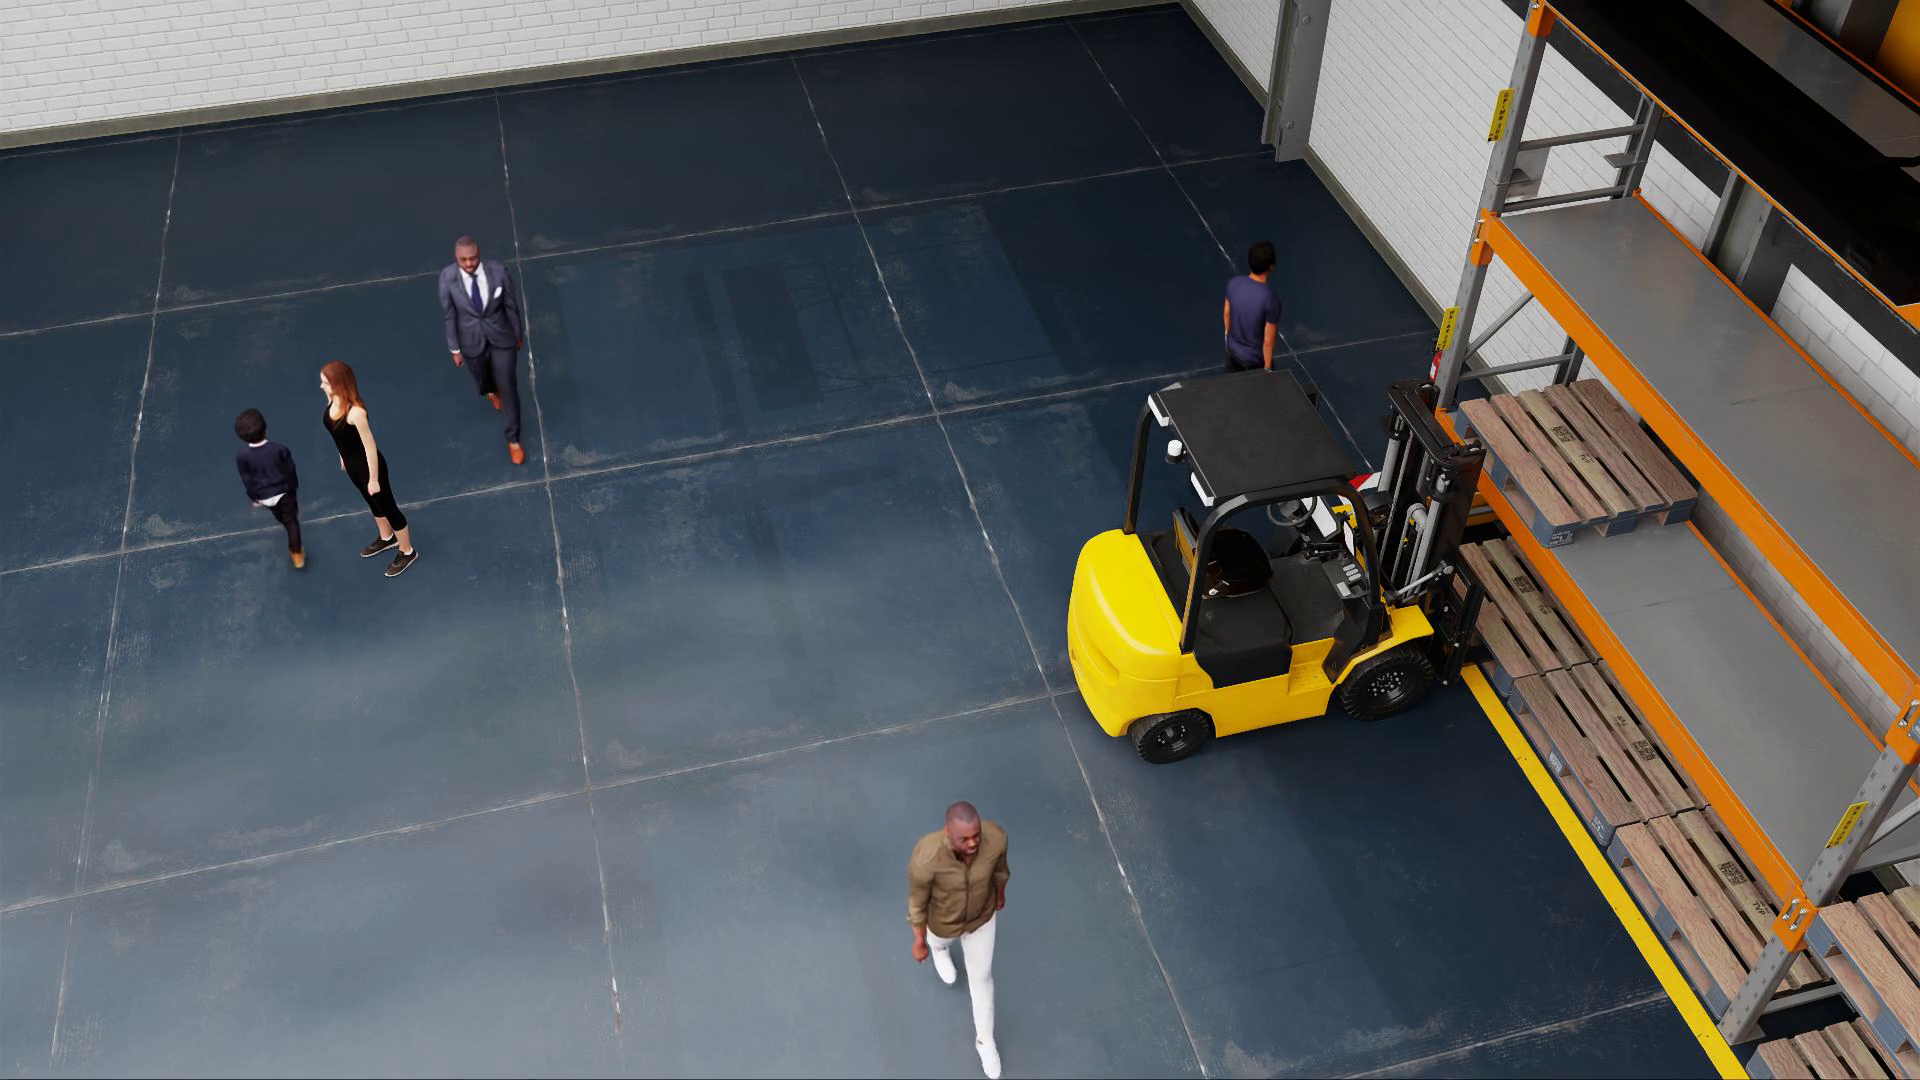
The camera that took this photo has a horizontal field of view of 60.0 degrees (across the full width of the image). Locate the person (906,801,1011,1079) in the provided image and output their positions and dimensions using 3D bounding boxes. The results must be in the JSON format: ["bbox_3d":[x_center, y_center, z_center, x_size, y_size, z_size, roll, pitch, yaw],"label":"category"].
[{"bbox_3d":[-0.036,1.890,8.669,0.775,1.778,1.168,-12,45,-13],"label":"person"}]

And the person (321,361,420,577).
[{"bbox_3d":[-4.011,-0.511,11.226,0.601,1.726,0.701,33,53,30],"label":"person"}]

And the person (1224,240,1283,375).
[{"bbox_3d":[2.031,-1.333,12.049,0.728,1.782,0.838,33,53,30],"label":"person"}]

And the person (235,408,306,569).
[{"bbox_3d":[-4.708,-0.326,11.421,0.492,1.190,0.820,-12,45,-12],"label":"person"}]

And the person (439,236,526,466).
[{"bbox_3d":[-3.475,-1.479,12.191,0.696,1.797,1.042,-11,45,-11],"label":"person"}]
